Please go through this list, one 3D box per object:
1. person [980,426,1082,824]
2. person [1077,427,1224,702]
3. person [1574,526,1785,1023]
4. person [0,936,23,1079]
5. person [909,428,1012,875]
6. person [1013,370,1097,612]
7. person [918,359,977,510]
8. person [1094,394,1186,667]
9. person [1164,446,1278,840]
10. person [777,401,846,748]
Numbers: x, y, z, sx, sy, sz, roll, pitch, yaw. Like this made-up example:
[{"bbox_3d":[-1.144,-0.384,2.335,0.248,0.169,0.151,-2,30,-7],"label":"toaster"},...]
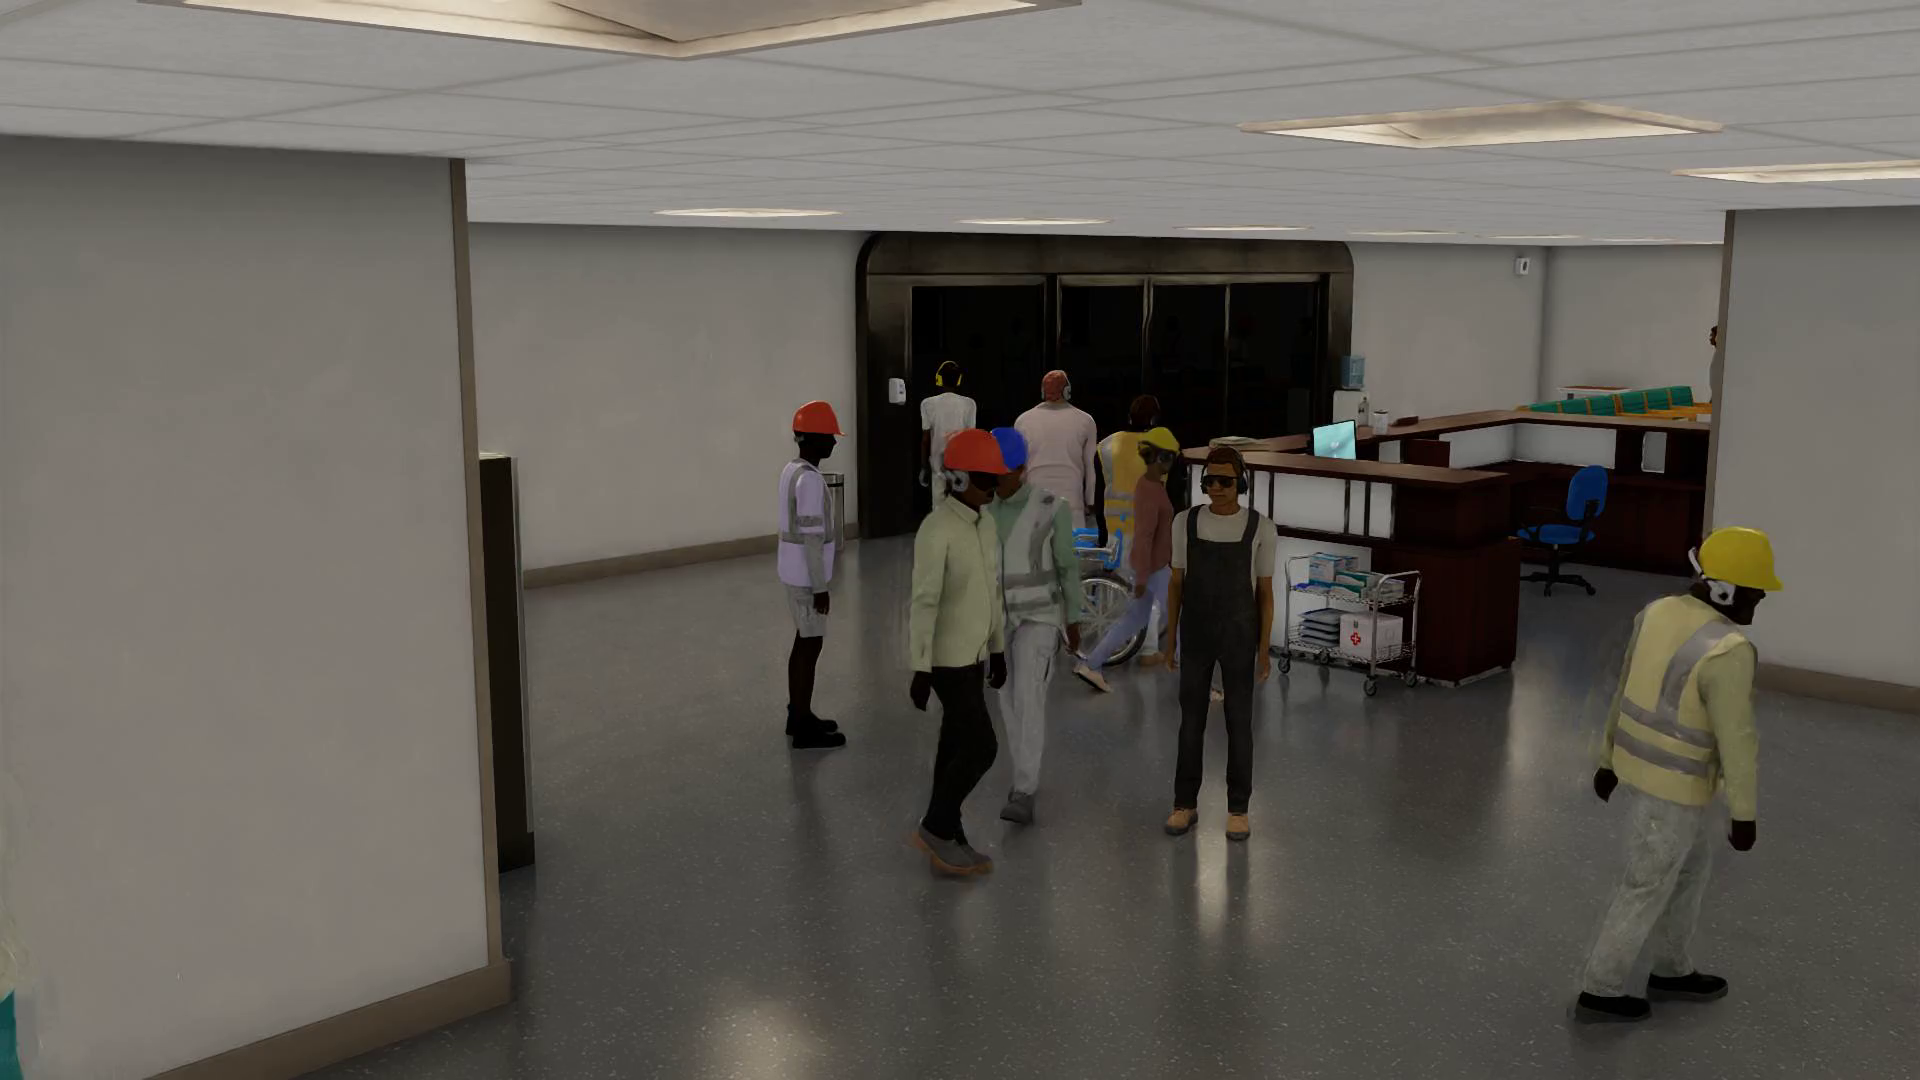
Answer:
[{"bbox_3d":[0.229,0.401,8.044,0.616,1.903,0.869,4,10,23],"label":"person"},{"bbox_3d":[1.186,0.150,10.249,0.915,1.698,0.513,0,9,0],"label":"person"},{"bbox_3d":[2.515,0.828,5.797,0.723,1.785,0.612,0,9,-1],"label":"person"},{"bbox_3d":[-2.446,1.130,4.162,0.852,1.721,0.563,-5,10,-28],"label":"person"},{"bbox_3d":[0.020,0.500,7.218,0.440,1.975,0.648,4,10,22],"label":"person"},{"bbox_3d":[0.717,-0.320,12.489,0.646,1.904,0.401,1,9,6],"label":"person"},{"bbox_3d":[-0.098,-0.638,14.521,0.531,1.875,0.316,-1,9,-3],"label":"person"},{"bbox_3d":[1.206,-0.058,11.147,0.650,1.830,0.433,5,10,26],"label":"person"},{"bbox_3d":[1.209,0.478,7.767,0.505,1.847,0.344,3,10,18],"label":"person"},{"bbox_3d":[-0.820,0.189,9.301,0.390,1.928,0.550,-3,10,-15],"label":"person"}]
